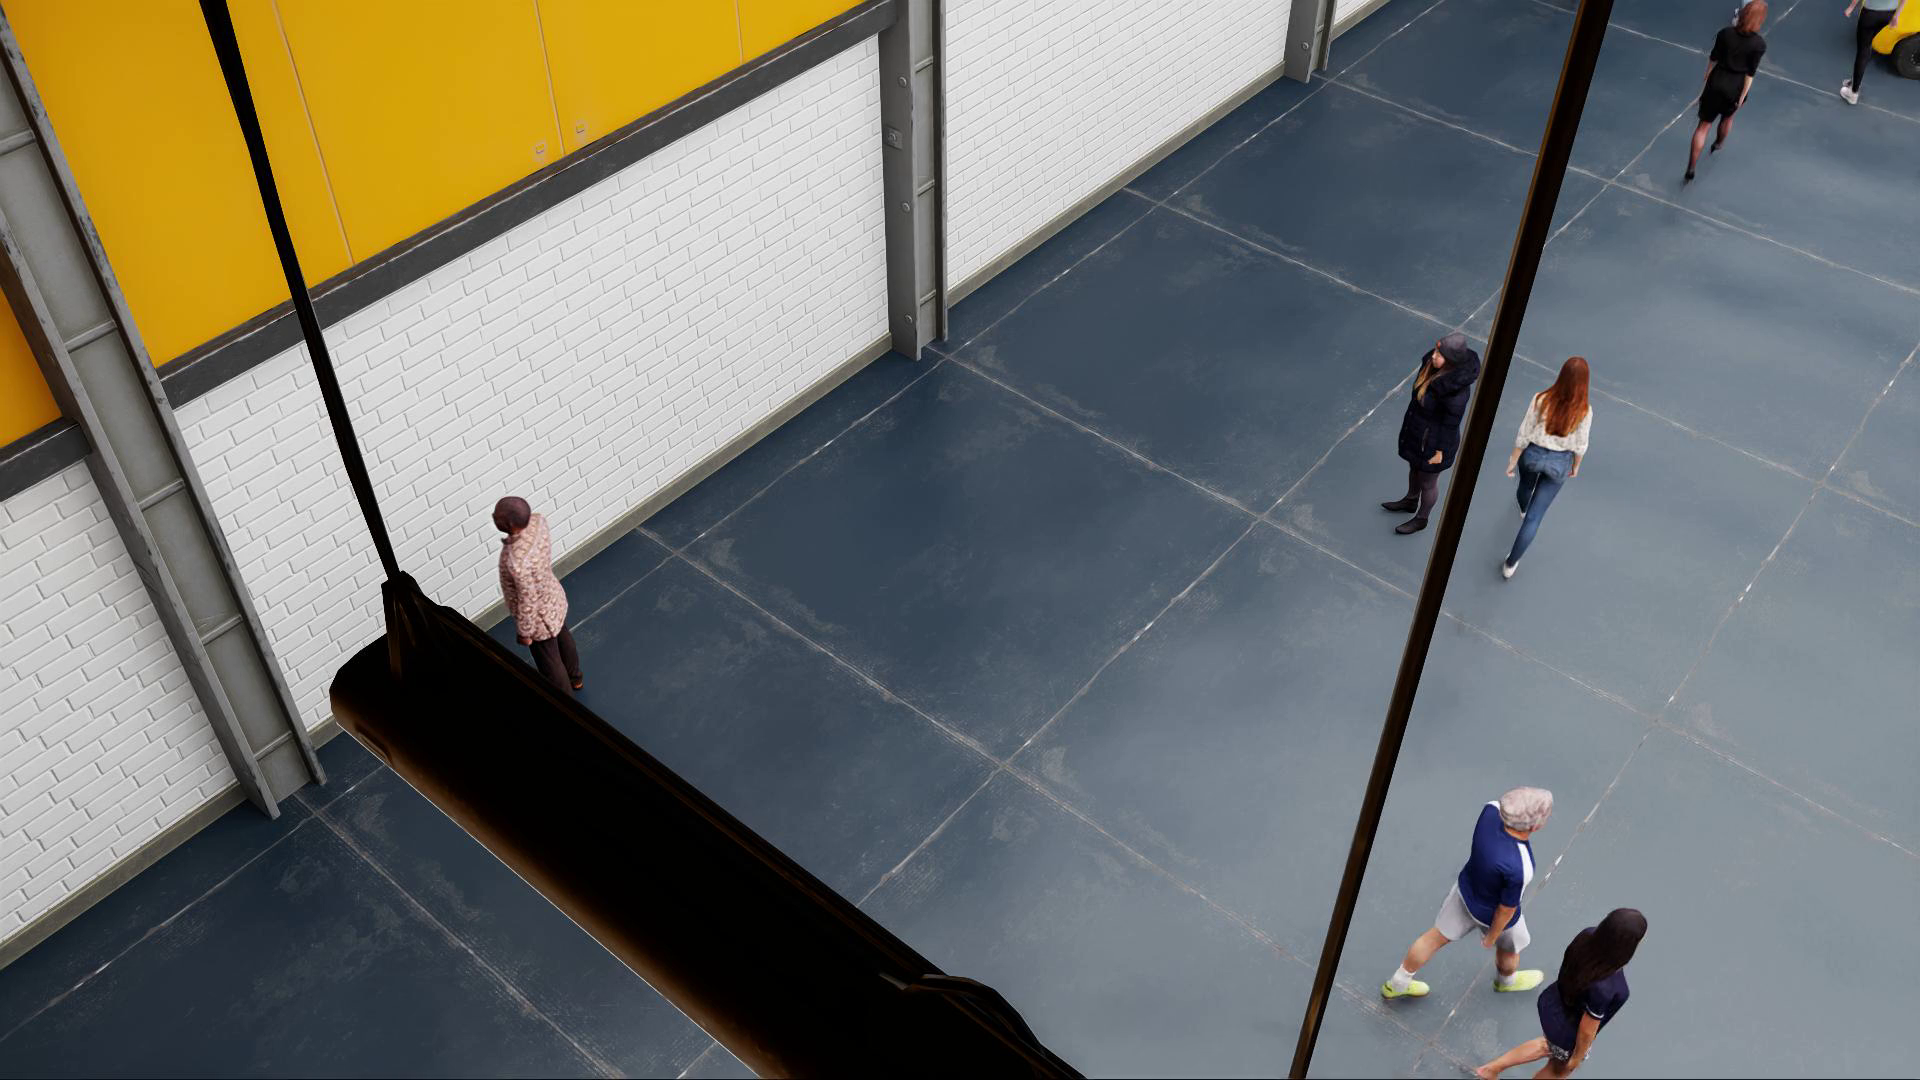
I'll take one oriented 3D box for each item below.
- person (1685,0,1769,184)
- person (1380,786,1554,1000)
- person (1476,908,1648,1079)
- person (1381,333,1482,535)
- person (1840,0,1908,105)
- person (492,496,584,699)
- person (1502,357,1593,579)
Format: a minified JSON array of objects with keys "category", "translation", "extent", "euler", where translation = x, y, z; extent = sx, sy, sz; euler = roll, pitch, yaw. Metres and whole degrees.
[{"category":"person","translation":[6.842,-3.997,14.967],"extent":[0.661,1.660,1.077],"euler":[26,49,25]},{"category":"person","translation":[2.672,1.890,8.686],"extent":[1.228,1.801,1.035],"euler":[-12,45,-12]},{"category":"person","translation":[2.918,2.378,8.214],"extent":[0.836,1.746,0.793],"euler":[4,44,4]},{"category":"person","translation":[3.279,-0.748,11.546],"extent":[0.851,1.675,0.802],"euler":[-7,44,-7]},{"category":"person","translation":[8.828,-4.992,15.962],"extent":[0.716,1.729,0.775],"euler":[-2,44,-3]},{"category":"person","translation":[-2.585,0.410,10.234],"extent":[0.832,1.808,0.748],"euler":[1,44,1]},{"category":"person","translation":[3.933,-0.462,11.240],"extent":[0.759,1.684,1.170],"euler":[21,47,20]}]
